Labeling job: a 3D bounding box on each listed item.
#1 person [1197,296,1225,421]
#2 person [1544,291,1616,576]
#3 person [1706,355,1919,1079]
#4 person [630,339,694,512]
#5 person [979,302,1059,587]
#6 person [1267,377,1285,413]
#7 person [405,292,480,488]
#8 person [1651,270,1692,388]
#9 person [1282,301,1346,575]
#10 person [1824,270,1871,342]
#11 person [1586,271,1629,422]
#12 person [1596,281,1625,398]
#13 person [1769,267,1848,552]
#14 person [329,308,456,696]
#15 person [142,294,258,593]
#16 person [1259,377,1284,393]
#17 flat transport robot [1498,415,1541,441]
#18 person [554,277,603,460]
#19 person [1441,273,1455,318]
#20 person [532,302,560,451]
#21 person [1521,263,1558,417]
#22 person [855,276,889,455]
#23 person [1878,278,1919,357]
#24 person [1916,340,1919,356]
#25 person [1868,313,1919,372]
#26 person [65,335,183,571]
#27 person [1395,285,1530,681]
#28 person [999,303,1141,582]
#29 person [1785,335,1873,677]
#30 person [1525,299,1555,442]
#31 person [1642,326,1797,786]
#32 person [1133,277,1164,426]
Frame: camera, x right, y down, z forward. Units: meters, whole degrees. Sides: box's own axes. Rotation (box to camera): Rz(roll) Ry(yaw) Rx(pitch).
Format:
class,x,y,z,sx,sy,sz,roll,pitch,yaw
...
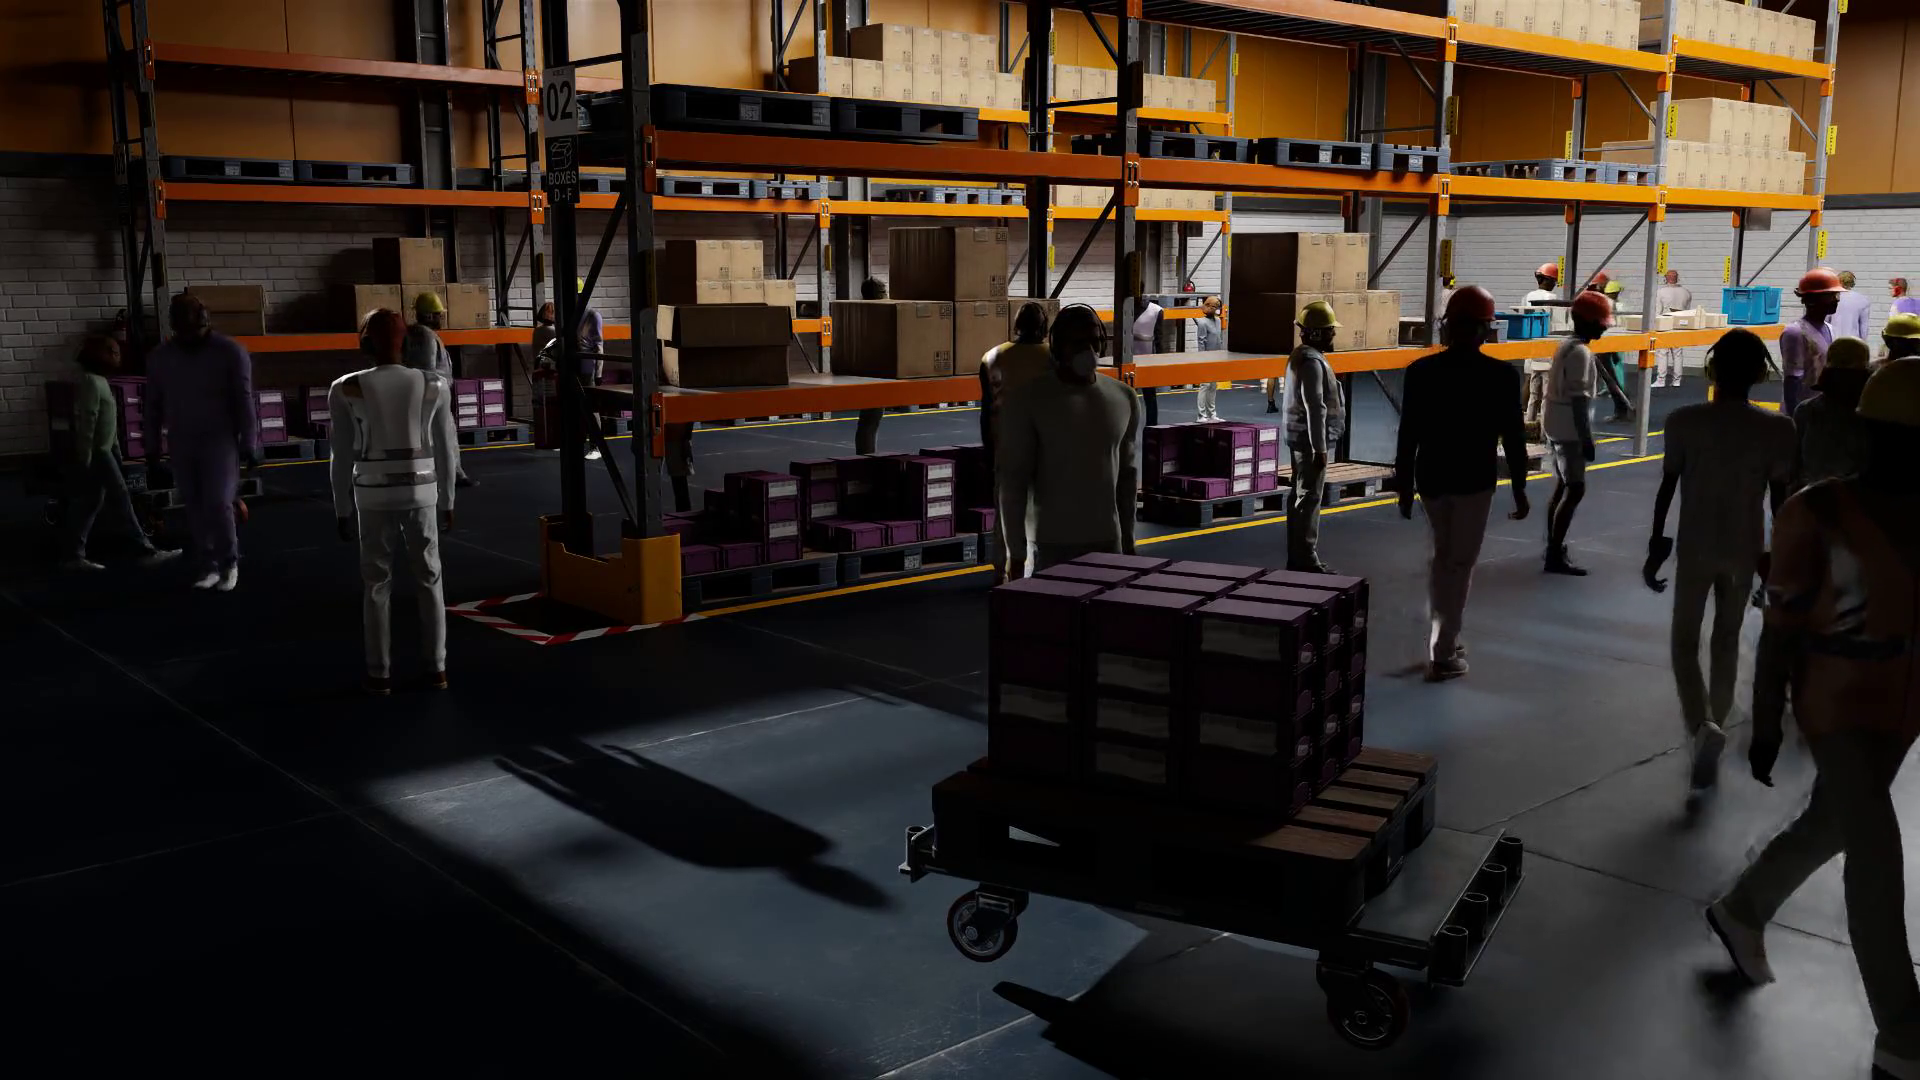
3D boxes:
class,x,y,z,sx,sy,sz,roll,pitch,yaw
person,3.181,-2.278,21.100,0.299,1.622,0.503,7,12,36
person,4.155,-0.737,11.307,0.380,1.900,0.808,2,10,11
person,2.419,0.432,4.504,0.598,1.879,1.013,-3,10,-15
person,-2.096,-0.717,11.738,0.534,1.699,0.318,4,10,20
person,0.437,-0.581,10.553,0.628,1.837,0.429,3,10,16
person,4.354,-2.663,22.436,0.542,1.938,0.358,7,12,36
person,-4.854,-1.347,15.113,0.797,1.808,0.602,-7,12,-36
person,11.466,-3.411,26.915,0.643,1.905,0.400,-2,10,-10
person,2.335,-0.657,10.992,0.404,1.833,0.590,0,10,0
person,11.575,-2.566,21.860,0.627,1.941,0.370,3,10,16
person,8.121,-2.463,21.266,1.069,1.926,0.605,1,10,3
person,9.772,-2.995,24.916,0.518,1.743,0.557,0,10,-3
person,5.965,-0.881,11.678,0.608,2.048,0.365,-9,13,-41
person,-2.739,-0.180,8.074,0.577,1.879,0.350,-5,11,-26
person,-4.808,-0.598,10.490,0.673,1.886,0.576,0,10,0
person,4.898,-3.281,25.885,0.611,1.995,0.381,2,10,12
flat transport robot,6.436,-1.306,19.358,1.431,0.197,0.652,-8,13,-40
person,-3.993,-1.787,17.373,0.592,1.919,0.398,5,11,25
person,7.879,-3.400,26.975,0.521,1.861,0.327,6,12,33
person,-4.483,-1.785,18.211,0.493,1.625,0.281,9,13,41
person,7.213,-2.398,20.600,0.391,2.033,0.605,-4,10,-21
person,-0.808,-1.460,15.392,0.372,1.939,0.630,-2,10,-11
person,12.941,-2.715,23.072,0.572,1.815,0.702,-8,13,-40
person,13.427,-2.592,22.932,0.307,1.638,0.557,-5,11,-25
person,6.118,-0.609,10.941,0.522,1.758,0.350,-3,10,-16
person,-5.717,-0.581,11.232,0.775,1.587,0.565,-4,10,-22
person,2.599,-0.293,8.454,0.759,1.971,0.623,-9,13,-41
person,0.454,0.015,6.748,0.635,1.937,0.354,-5,11,-25
person,4.303,-0.135,8.202,0.486,1.744,0.298,9,13,41
person,6.724,-1.934,19.060,0.312,1.634,0.516,-4,11,-23
person,3.054,0.068,6.707,0.521,1.851,0.758,3,10,16
person,2.001,-1.997,18.645,0.594,1.907,0.412,6,11,29
